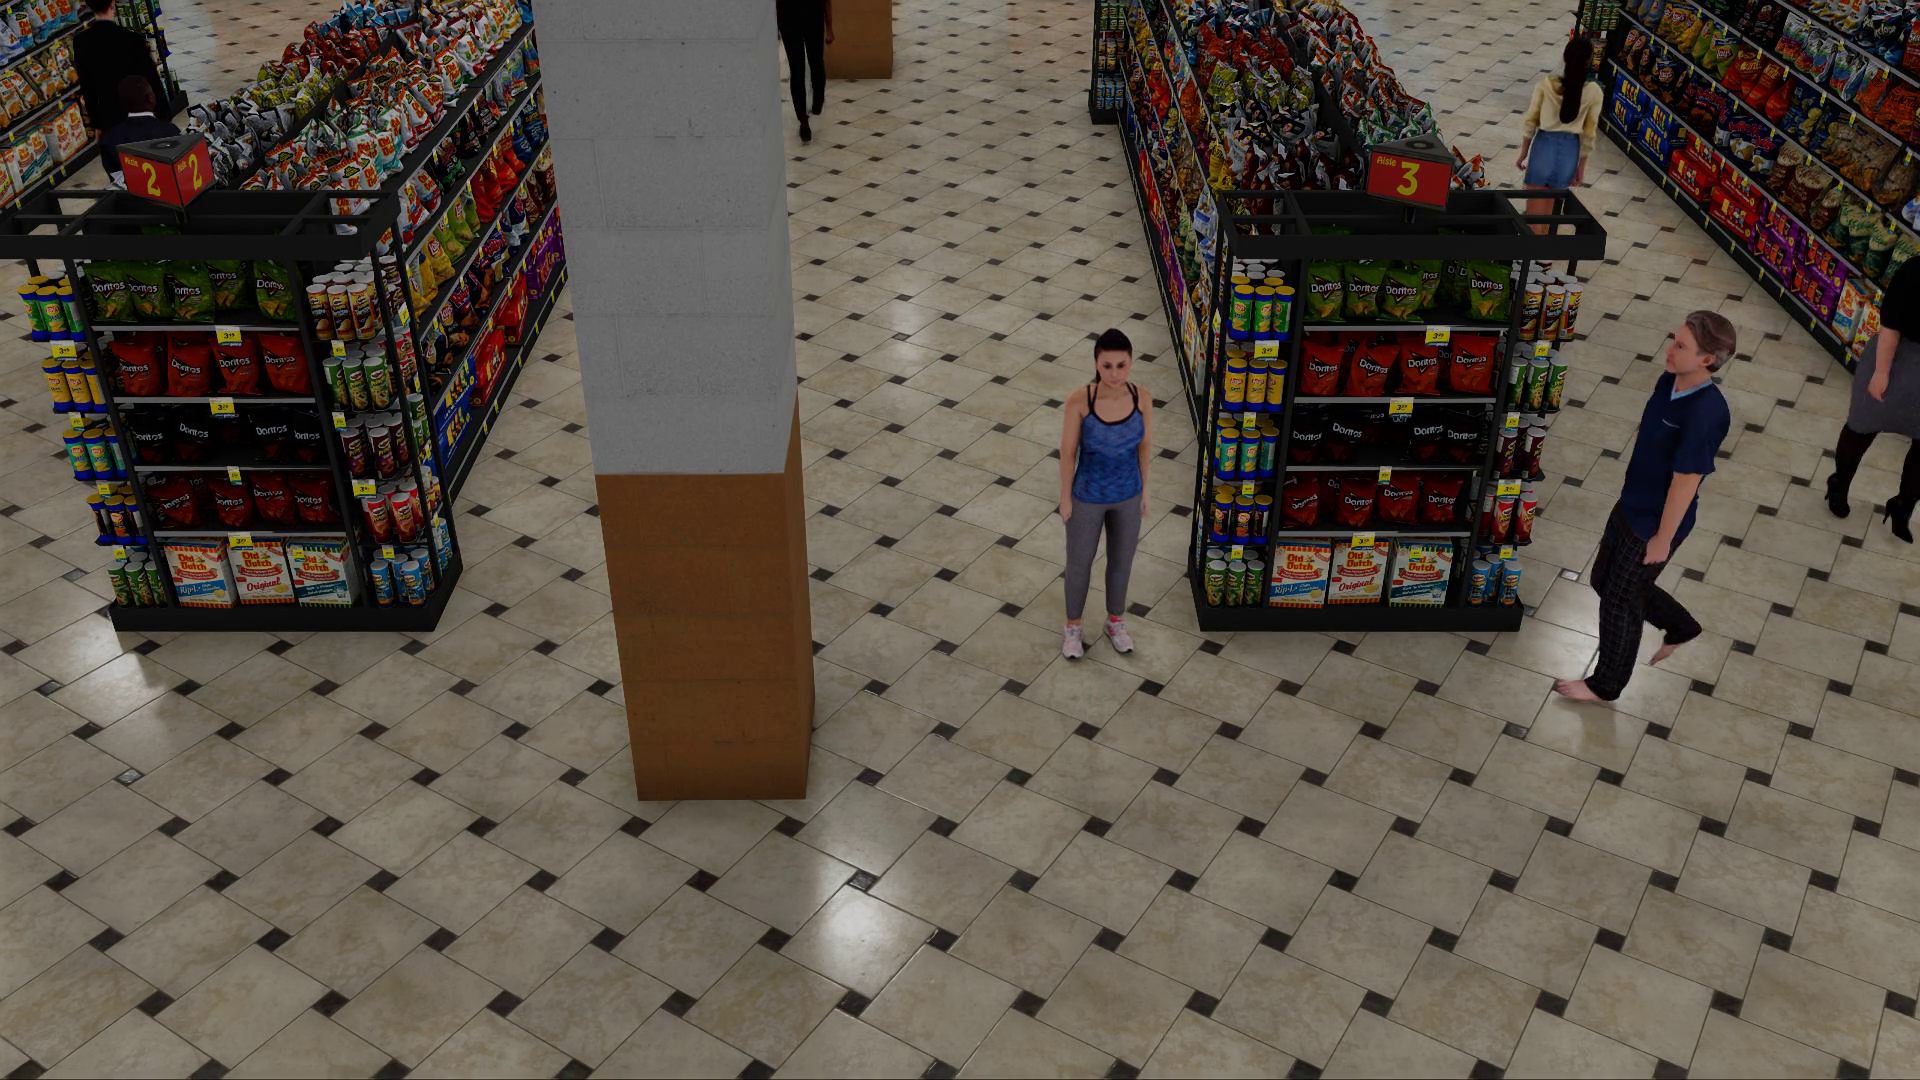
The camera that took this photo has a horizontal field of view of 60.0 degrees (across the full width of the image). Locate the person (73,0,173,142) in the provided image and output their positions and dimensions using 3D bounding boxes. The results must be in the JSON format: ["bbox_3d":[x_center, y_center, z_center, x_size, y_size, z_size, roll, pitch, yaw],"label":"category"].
[{"bbox_3d":[-5.728,-2.853,11.438,0.694,1.871,1.109,1,32,1],"label":"person"}]

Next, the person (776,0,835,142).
[{"bbox_3d":[-1.305,-4.174,13.655,0.735,1.773,1.159,-1,32,-2],"label":"person"}]

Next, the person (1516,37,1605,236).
[{"bbox_3d":[3.964,-2.509,11.138,0.792,1.604,1.137,7,33,11],"label":"person"}]

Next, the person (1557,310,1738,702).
[{"bbox_3d":[2.999,-0.088,7.009,0.736,1.856,0.773,1,32,2],"label":"person"}]

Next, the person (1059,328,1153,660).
[{"bbox_3d":[0.650,-0.198,7.420,0.601,1.608,0.573,-6,32,-9],"label":"person"}]

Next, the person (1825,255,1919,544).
[{"bbox_3d":[4.724,-0.879,8.394,0.660,1.736,0.726,1,32,2],"label":"person"}]

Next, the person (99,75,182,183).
[{"bbox_3d":[-4.682,-1.857,9.882,0.696,1.824,0.611,-2,32,-3],"label":"person"}]
